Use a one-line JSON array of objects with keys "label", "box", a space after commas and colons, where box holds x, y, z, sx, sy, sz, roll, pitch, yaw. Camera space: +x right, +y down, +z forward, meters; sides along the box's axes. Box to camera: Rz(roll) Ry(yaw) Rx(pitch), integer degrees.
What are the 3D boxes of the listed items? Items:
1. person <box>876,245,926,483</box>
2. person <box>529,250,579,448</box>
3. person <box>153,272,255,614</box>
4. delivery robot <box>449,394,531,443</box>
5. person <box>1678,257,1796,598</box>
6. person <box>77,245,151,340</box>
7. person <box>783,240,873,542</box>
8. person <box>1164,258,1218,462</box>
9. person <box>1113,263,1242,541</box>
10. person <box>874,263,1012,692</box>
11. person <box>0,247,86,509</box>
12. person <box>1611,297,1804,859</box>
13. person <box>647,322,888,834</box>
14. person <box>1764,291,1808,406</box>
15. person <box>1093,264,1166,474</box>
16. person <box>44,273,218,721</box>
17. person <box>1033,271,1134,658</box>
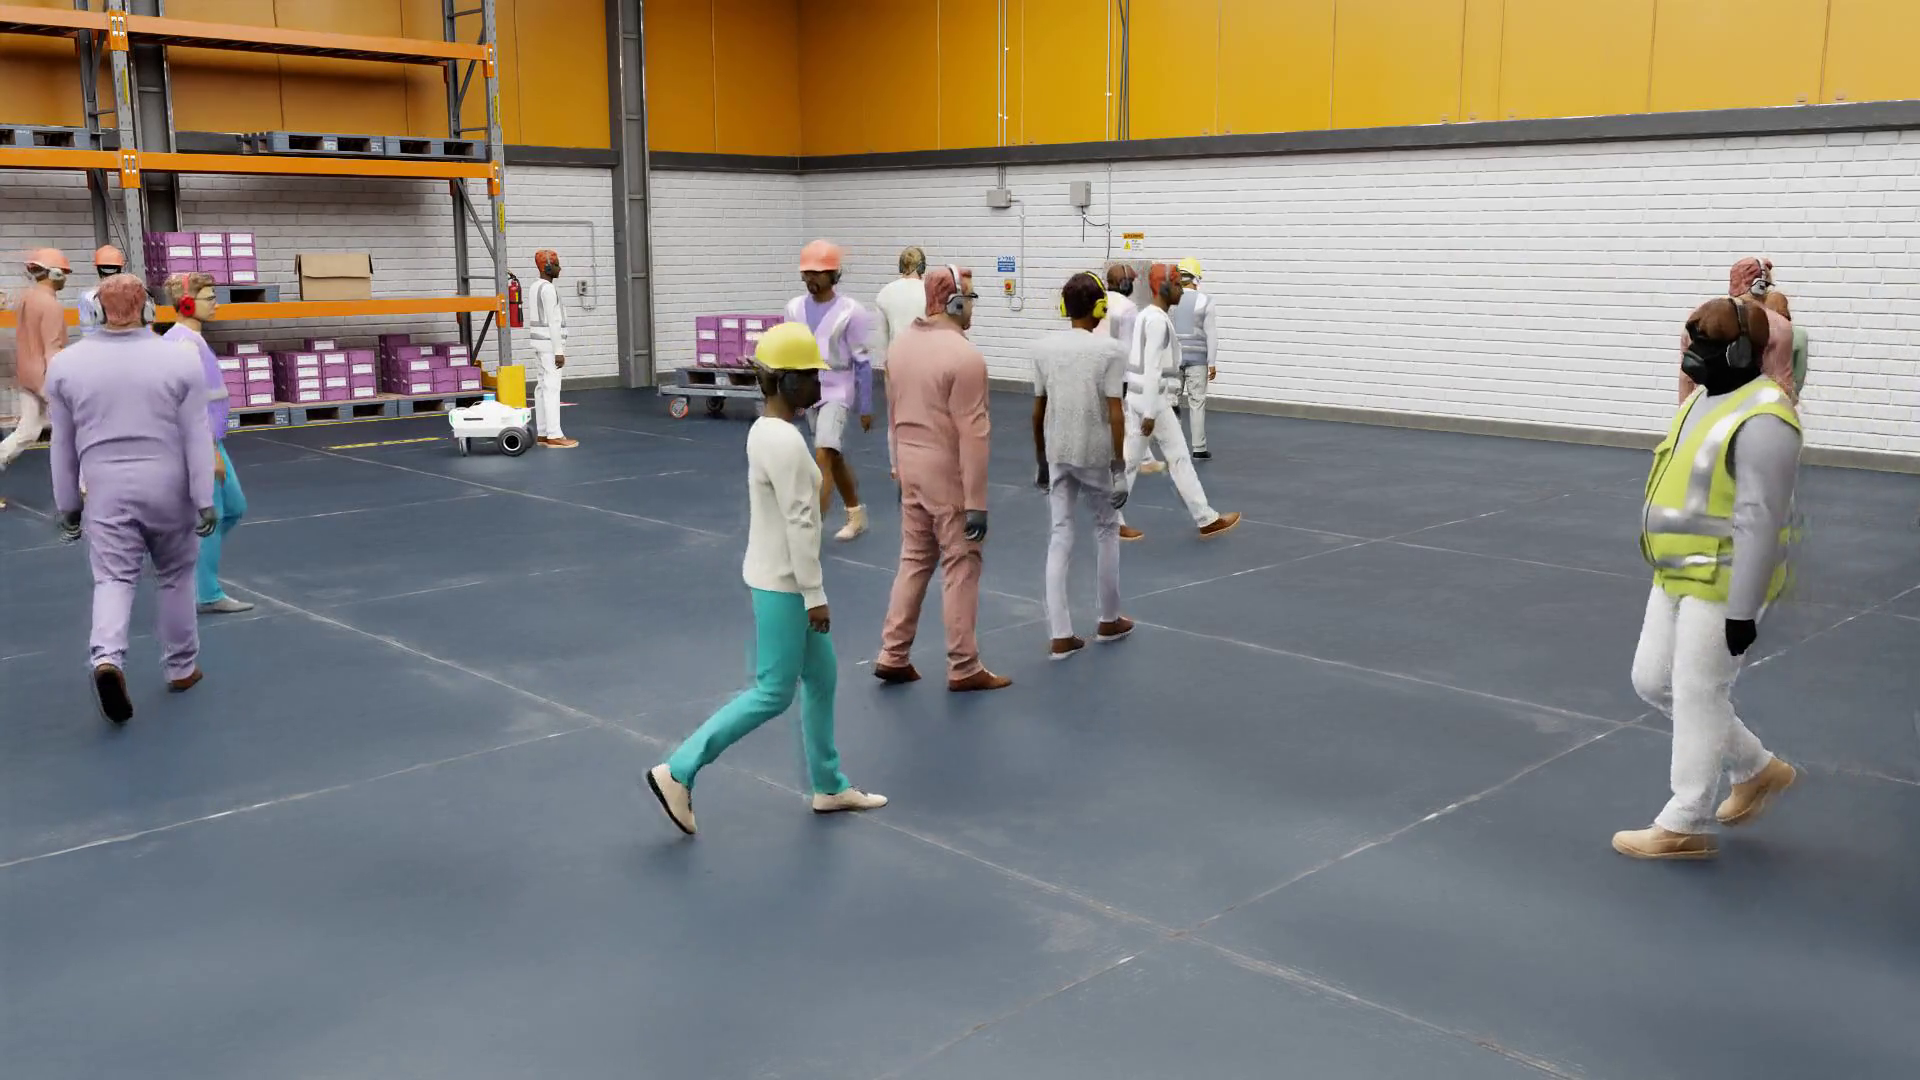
[{"label": "person", "box": [-0.379, -1.410, 13.515, 0.631, 1.939, 0.372, 6, 12, 28]}, {"label": "person", "box": [-3.918, -1.820, 15.903, 0.356, 1.882, 0.574, -7, 12, -32]}, {"label": "person", "box": [-4.026, -0.497, 8.823, 0.433, 1.830, 0.575, -4, 11, -19]}, {"label": "delivery robot", "box": [-4.344, -1.108, 15.383, 0.707, 0.478, 0.477, -1, 10, -4]}, {"label": "person", "box": [4.341, -0.617, 9.295, 0.400, 1.902, 0.643, -7, 12, -33]}, {"label": "person", "box": [-7.113, -1.506, 14.040, 0.550, 1.935, 0.376, -7, 13, -34]}, {"label": "person", "box": [-0.876, -0.913, 10.688, 0.615, 1.992, 1.041, 7, 13, 34]}, {"label": "person", "box": [2.034, -1.612, 14.932, 0.588, 1.823, 0.403, 5, 12, 26]}, {"label": "person", "box": [1.374, -0.893, 10.962, 0.978, 1.830, 0.578, -1, 10, -6]}, {"label": "person", "box": [-0.078, -0.260, 7.400, 0.436, 1.924, 0.668, -8, 13, -37]}, {"label": "person", "box": [-6.906, -1.202, 12.390, 0.663, 1.947, 0.972, 9, 13, 39]}, {"label": "person", "box": [2.440, 0.141, 5.342, 0.505, 1.831, 0.645, 1, 10, 5]}, {"label": "person", "box": [-0.657, 0.136, 5.620, 0.783, 1.738, 0.525, -2, 11, -11]}, {"label": "person", "box": [6.247, -1.110, 12.806, 0.499, 1.597, 0.820, 3, 11, 18]}, {"label": "person", "box": [1.284, -1.411, 13.962, 0.990, 1.789, 0.633, -8, 13, -36]}, {"label": "person", "box": [-3.521, -0.194, 7.092, 0.645, 1.873, 0.863, -3, 11, -15]}, {"label": "person", "box": [0.632, -0.380, 8.146, 0.564, 1.841, 0.797, 5, 12, 27]}]
